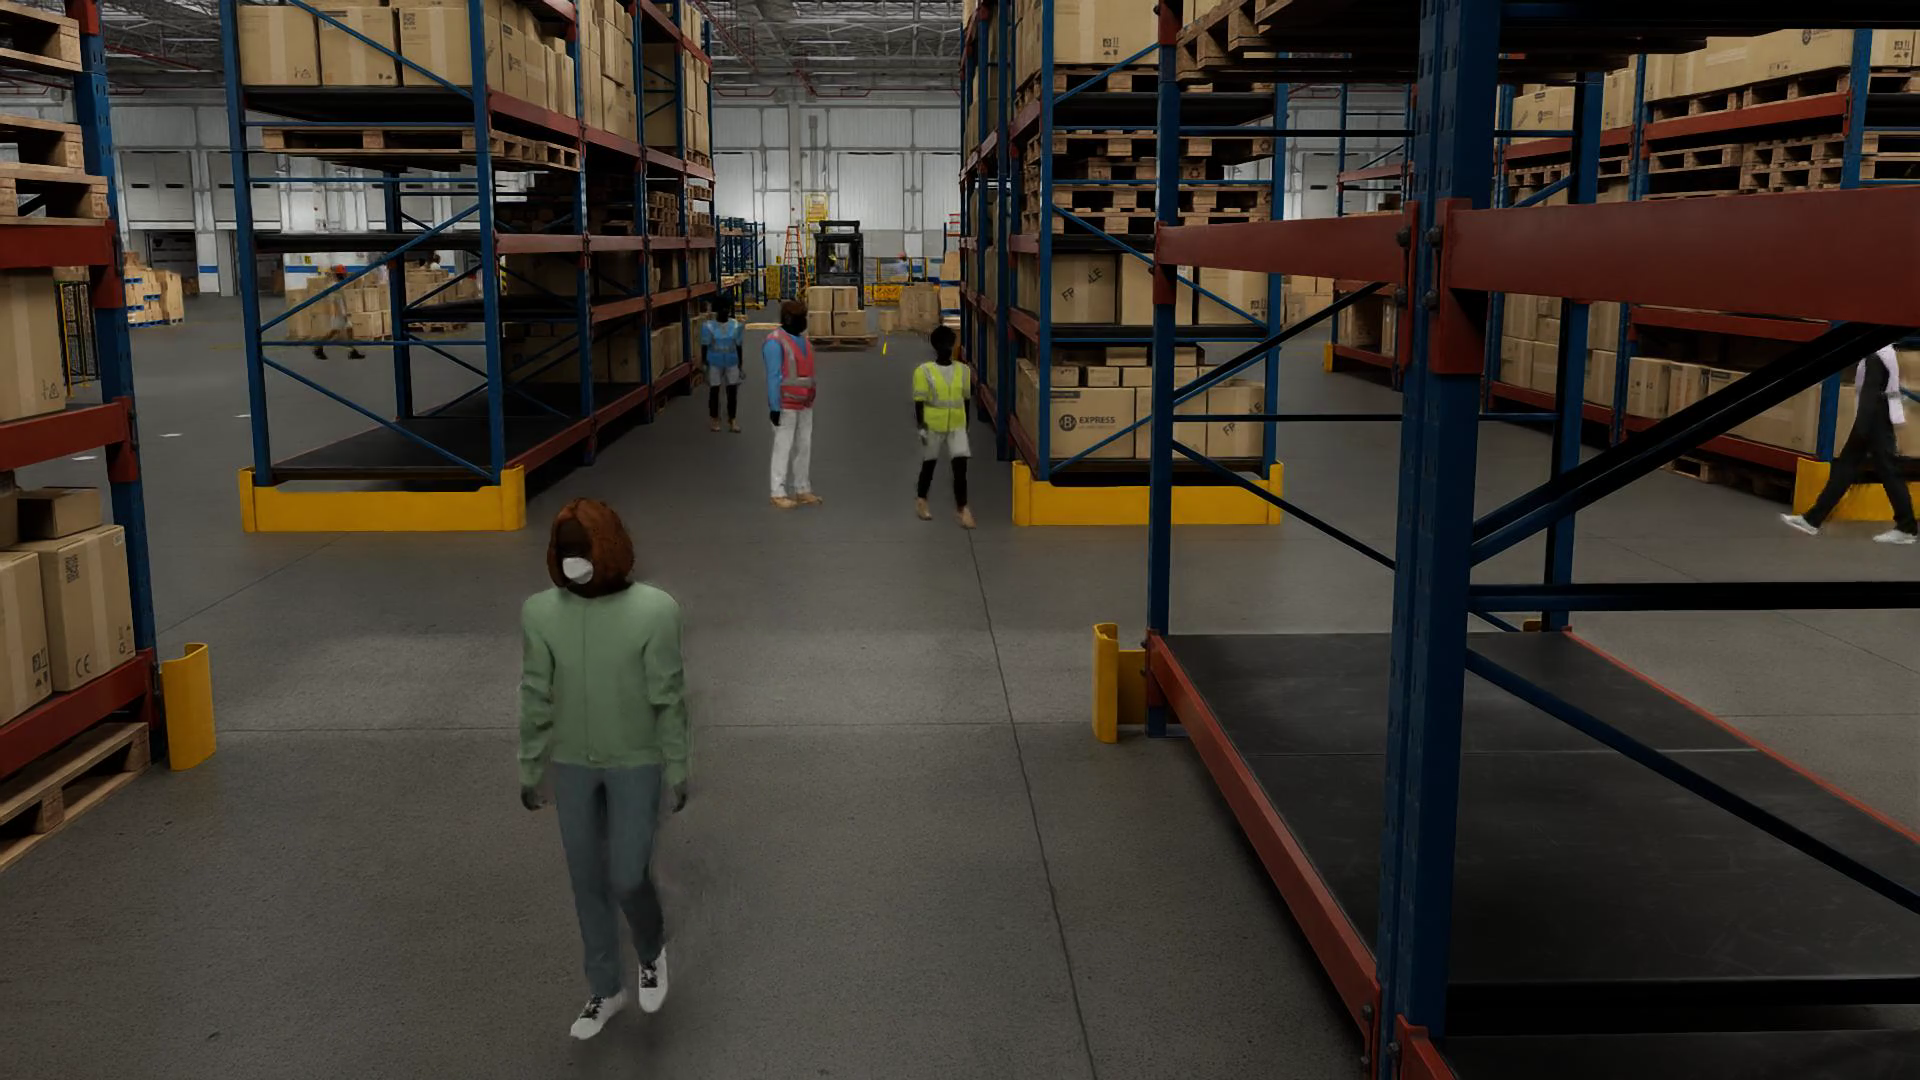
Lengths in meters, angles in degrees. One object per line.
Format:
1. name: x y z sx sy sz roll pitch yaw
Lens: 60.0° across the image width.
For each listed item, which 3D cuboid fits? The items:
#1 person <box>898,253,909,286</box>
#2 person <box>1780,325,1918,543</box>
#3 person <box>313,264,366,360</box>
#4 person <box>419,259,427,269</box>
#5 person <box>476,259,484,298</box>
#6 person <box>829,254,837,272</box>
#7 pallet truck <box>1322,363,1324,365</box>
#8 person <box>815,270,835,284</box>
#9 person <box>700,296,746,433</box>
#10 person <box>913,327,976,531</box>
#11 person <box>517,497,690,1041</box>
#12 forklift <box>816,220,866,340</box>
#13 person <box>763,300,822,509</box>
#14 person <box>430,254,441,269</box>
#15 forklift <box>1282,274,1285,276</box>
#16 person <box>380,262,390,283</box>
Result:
1. person: -2.221 -10.048 63.775 0.554 1.918 0.562 -6 12 -31
2. person: 7.069 -0.903 13.032 1.002 1.840 0.628 5 11 25
3. person: -12.442 -4.537 33.151 0.945 1.905 0.541 -1 10 -5
4. person: -20.280 -9.761 62.792 0.315 1.696 0.541 0 10 2
5. person: -13.763 -7.278 48.403 0.865 1.908 0.409 -3 11 -17
6. person: -4.222 -8.446 54.824 0.366 1.926 0.594 7 12 34
7. pallet truck: 7.712 -4.157 30.737 1.885 1.965 0.823 3 11 16
8. person: -3.614 -6.742 45.443 0.673 1.890 1.024 -2 10 -11
9. person: -2.927 -2.165 20.510 0.539 1.697 0.330 -4 11 -19
10. person: -0.146 -0.941 13.774 0.535 1.659 0.846 -3 11 -19
11. person: -1.053 0.677 4.858 0.519 1.617 0.346 2 10 12
12. forklift: -2.759 -5.980 38.432 1.129 2.768 1.873 0 10 -2
13. person: -1.480 -1.192 14.690 0.431 1.835 0.640 6 12 28
14. person: -17.033 -8.324 54.156 0.372 1.933 0.624 -7 12 -33
15. forklift: 12.240 -10.302 62.509 1.129 2.768 1.873 0 10 -2
16. person: -20.057 -9.058 58.534 0.745 1.817 0.666 -1 10 -3
